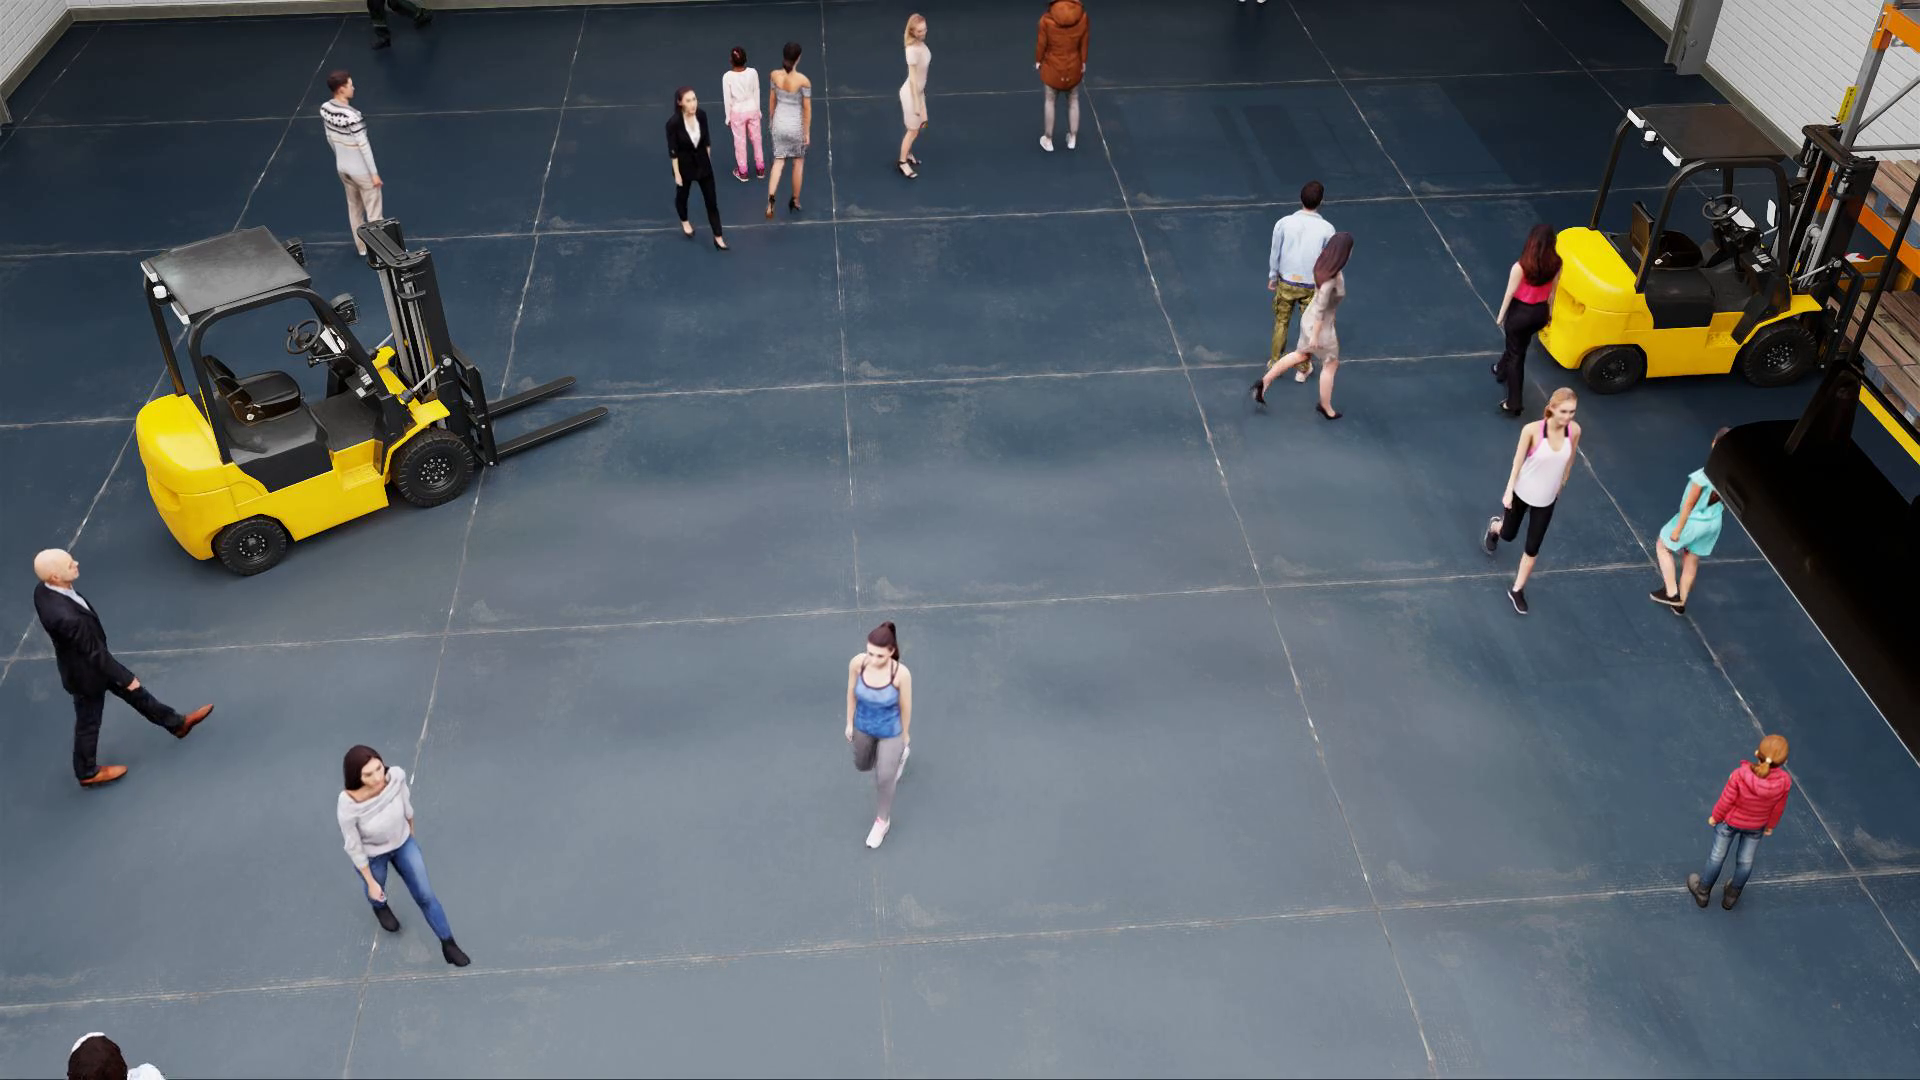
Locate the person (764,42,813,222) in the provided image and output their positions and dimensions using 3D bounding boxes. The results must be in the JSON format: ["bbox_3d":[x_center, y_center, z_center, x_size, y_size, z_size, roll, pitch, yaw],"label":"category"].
[{"bbox_3d":[-1.706,-3.929,16.239,0.889,1.796,1.072,9,39,11],"label":"person"}]

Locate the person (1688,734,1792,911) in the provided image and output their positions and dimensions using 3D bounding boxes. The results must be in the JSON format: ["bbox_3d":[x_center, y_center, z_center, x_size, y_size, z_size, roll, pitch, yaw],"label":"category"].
[{"bbox_3d":[4.548,1.638,9.652,0.567,1.317,0.556,7,39,9],"label":"person"}]

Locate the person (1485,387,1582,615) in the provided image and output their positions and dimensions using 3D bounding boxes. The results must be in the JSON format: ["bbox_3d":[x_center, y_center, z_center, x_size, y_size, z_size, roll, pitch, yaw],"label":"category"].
[{"bbox_3d":[4.029,-0.372,11.808,0.668,1.767,1.035,-1,39,-1],"label":"person"}]

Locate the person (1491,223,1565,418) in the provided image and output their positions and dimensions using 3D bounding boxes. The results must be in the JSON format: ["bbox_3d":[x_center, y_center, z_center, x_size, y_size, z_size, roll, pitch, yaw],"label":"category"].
[{"bbox_3d":[4.707,-1.780,13.683,0.726,1.628,1.011,-10,40,-13],"label":"person"}]

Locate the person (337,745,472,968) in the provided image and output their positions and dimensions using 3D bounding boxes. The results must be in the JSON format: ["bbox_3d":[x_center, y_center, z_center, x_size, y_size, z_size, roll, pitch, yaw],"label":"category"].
[{"bbox_3d":[-3.279,1.729,9.329,1.124,1.579,1.029,31,48,33],"label":"person"}]

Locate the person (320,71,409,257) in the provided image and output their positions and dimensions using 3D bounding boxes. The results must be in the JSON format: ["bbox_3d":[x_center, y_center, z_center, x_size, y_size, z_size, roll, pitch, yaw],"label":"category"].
[{"bbox_3d":[-5.689,-3.510,15.664,0.766,1.860,0.800,23,44,26],"label":"person"}]

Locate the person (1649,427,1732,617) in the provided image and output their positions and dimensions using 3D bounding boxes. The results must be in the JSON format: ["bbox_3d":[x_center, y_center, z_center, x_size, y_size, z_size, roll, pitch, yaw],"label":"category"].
[{"bbox_3d":[5.192,-0.079,11.616,0.591,1.550,0.613,-9,40,-11],"label":"person"}]

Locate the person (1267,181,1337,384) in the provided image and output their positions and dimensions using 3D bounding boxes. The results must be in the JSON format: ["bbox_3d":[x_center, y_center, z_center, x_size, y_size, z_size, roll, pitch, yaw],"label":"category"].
[{"bbox_3d":[2.862,-2.171,14.027,0.752,1.810,0.707,11,40,13],"label":"person"}]

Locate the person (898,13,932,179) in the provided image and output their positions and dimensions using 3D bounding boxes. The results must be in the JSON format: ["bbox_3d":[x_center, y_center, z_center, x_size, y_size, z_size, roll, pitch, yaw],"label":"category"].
[{"bbox_3d":[-0.526,-4.542,17.011,0.809,1.791,0.685,0,39,0],"label":"person"}]

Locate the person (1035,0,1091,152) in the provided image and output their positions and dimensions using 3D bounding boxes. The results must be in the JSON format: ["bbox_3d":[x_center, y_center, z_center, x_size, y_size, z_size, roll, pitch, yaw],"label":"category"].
[{"bbox_3d":[1.066,-4.985,17.531,0.731,1.835,0.716,-6,39,-8],"label":"person"}]

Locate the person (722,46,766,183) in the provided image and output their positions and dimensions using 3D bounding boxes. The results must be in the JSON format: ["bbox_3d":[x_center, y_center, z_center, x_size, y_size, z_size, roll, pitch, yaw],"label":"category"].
[{"bbox_3d":[-2.221,-4.406,17.121,0.590,1.442,0.575,-14,41,-17],"label":"person"}]

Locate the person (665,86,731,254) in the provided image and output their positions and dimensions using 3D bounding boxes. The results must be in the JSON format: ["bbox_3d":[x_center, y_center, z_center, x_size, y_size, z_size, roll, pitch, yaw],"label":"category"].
[{"bbox_3d":[-2.609,-3.574,15.940,0.961,1.614,1.170,-23,44,-26],"label":"person"}]

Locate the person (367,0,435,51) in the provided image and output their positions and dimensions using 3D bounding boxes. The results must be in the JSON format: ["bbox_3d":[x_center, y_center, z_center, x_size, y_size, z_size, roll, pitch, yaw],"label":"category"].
[{"bbox_3d":[-6.809,-6.788,19.818,1.152,1.797,1.236,28,46,31],"label":"person"}]

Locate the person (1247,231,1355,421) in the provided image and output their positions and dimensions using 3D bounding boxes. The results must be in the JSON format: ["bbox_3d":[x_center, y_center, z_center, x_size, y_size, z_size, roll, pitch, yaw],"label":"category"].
[{"bbox_3d":[2.833,-1.719,13.540,0.697,1.711,0.980,-1,39,-2],"label":"person"}]

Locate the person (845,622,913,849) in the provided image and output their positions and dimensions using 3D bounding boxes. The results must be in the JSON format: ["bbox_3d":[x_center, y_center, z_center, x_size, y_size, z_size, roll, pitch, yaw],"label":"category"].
[{"bbox_3d":[-0.470,1.109,10.089,0.837,1.598,0.992,16,41,19],"label":"person"}]

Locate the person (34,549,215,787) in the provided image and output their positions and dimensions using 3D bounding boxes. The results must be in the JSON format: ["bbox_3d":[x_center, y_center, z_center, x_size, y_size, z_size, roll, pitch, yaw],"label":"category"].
[{"bbox_3d":[-5.485,0.839,10.296,1.068,1.762,1.183,-21,43,-24],"label":"person"}]
